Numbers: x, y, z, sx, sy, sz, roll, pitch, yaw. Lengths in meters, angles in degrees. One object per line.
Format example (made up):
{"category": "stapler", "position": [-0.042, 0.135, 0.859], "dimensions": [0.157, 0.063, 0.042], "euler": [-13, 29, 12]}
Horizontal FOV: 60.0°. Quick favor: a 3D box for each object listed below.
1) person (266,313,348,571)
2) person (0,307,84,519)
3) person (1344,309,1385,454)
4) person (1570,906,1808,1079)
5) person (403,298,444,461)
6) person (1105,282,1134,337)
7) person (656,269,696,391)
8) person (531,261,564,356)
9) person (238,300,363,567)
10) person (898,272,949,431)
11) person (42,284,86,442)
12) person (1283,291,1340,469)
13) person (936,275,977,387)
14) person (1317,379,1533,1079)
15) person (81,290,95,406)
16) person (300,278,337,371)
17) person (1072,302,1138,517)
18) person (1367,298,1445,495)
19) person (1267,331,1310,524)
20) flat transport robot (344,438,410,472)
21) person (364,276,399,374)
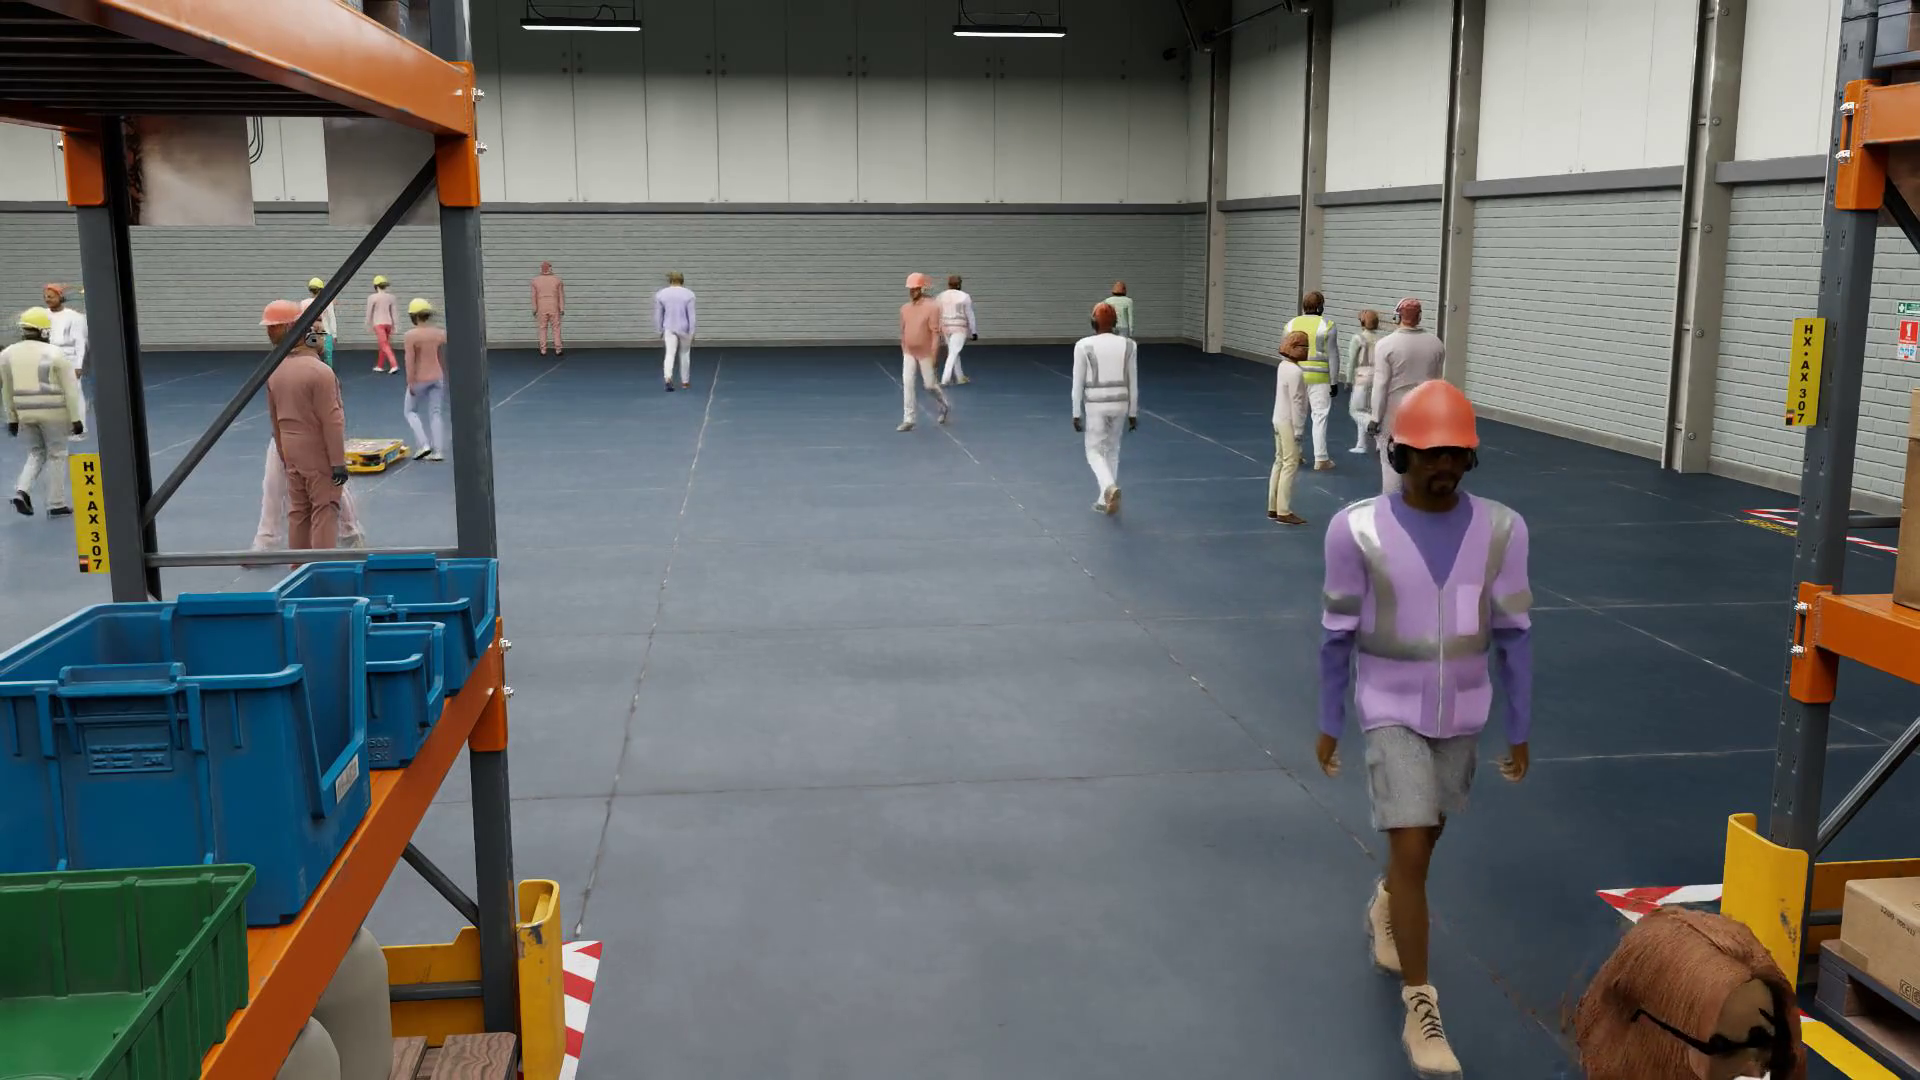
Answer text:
{"category": "person", "position": [-4.304, -0.561, 11.117], "dimensions": [0.652, 1.906, 0.409], "euler": [7, 13, 34]}
{"category": "person", "position": [-7.809, -1.068, 14.147], "dimensions": [0.598, 1.814, 0.446], "euler": [2, 10, 8]}
{"category": "person", "position": [4.504, -1.717, 18.237], "dimensions": [0.522, 1.618, 0.590], "euler": [-7, 13, -34]}
{"category": "person", "position": [0.855, 1.210, 2.242], "dimensions": [0.508, 1.613, 0.703], "euler": [-2, 11, -13]}
{"category": "person", "position": [-5.751, -1.710, 17.845], "dimensions": [0.391, 1.750, 0.530], "euler": [8, 13, 37]}
{"category": "person", "position": [2.761, -3.664, 28.873], "dimensions": [0.507, 1.632, 0.274], "euler": [2, 11, 13]}
{"category": "person", "position": [-4.469, -3.299, 26.147], "dimensions": [0.640, 1.908, 0.959], "euler": [1, 10, 3]}
{"category": "person", "position": [-8.351, -4.684, 33.731], "dimensions": [0.642, 1.905, 0.399], "euler": [-2, 10, -10]}
{"category": "person", "position": [-4.926, -0.803, 12.351], "dimensions": [0.612, 1.944, 1.025], "euler": [4, 11, 23]}
{"category": "person", "position": [-0.472, -2.359, 20.808], "dimensions": [0.616, 1.974, 0.837], "euler": [6, 12, 29]}
{"category": "person", "position": [-10.482, -2.024, 19.278], "dimensions": [0.611, 1.848, 0.896], "euler": [1, 10, 3]}
{"category": "person", "position": [3.665, -1.656, 17.293], "dimensions": [0.627, 1.847, 0.429], "euler": [9, 13, 40]}
{"category": "person", "position": [-0.083, -3.374, 26.874], "dimensions": [0.630, 1.799, 0.972], "euler": [7, 12, 33]}
{"category": "person", "position": [1.408, 0.498, 5.079], "dimensions": [0.621, 1.999, 1.025], "euler": [-1, 10, -3]}
{"category": "person", "position": [-12.178, -2.786, 23.546], "dimensions": [0.588, 1.822, 0.403], "euler": [8, 13, 37]}
{"category": "person", "position": [-10.003, -3.205, 25.989], "dimensions": [0.525, 1.771, 0.305], "euler": [0, 10, -3]}
{"category": "person", "position": [1.267, -1.099, 14.211], "dimensions": [0.588, 1.865, 0.743], "euler": [-3, 11, -15]}
{"category": "person", "position": [3.654, -1.039, 13.735], "dimensions": [0.652, 1.906, 0.404], "euler": [-3, 11, -18]}
{"category": "person", "position": [2.780, -0.948, 14.013], "dimensions": [0.280, 1.626, 0.509], "euler": [-1, 10, -4]}
{"category": "flat transport robot", "position": [-6.270, -0.896, 17.439], "dimensions": [0.652, 0.197, 1.431], "euler": [-1, 10, -6]}
{"category": "person", "position": [-10.181, -3.792, 29.347], "dimensions": [0.915, 1.722, 0.527], "euler": [7, 12, 33]}
